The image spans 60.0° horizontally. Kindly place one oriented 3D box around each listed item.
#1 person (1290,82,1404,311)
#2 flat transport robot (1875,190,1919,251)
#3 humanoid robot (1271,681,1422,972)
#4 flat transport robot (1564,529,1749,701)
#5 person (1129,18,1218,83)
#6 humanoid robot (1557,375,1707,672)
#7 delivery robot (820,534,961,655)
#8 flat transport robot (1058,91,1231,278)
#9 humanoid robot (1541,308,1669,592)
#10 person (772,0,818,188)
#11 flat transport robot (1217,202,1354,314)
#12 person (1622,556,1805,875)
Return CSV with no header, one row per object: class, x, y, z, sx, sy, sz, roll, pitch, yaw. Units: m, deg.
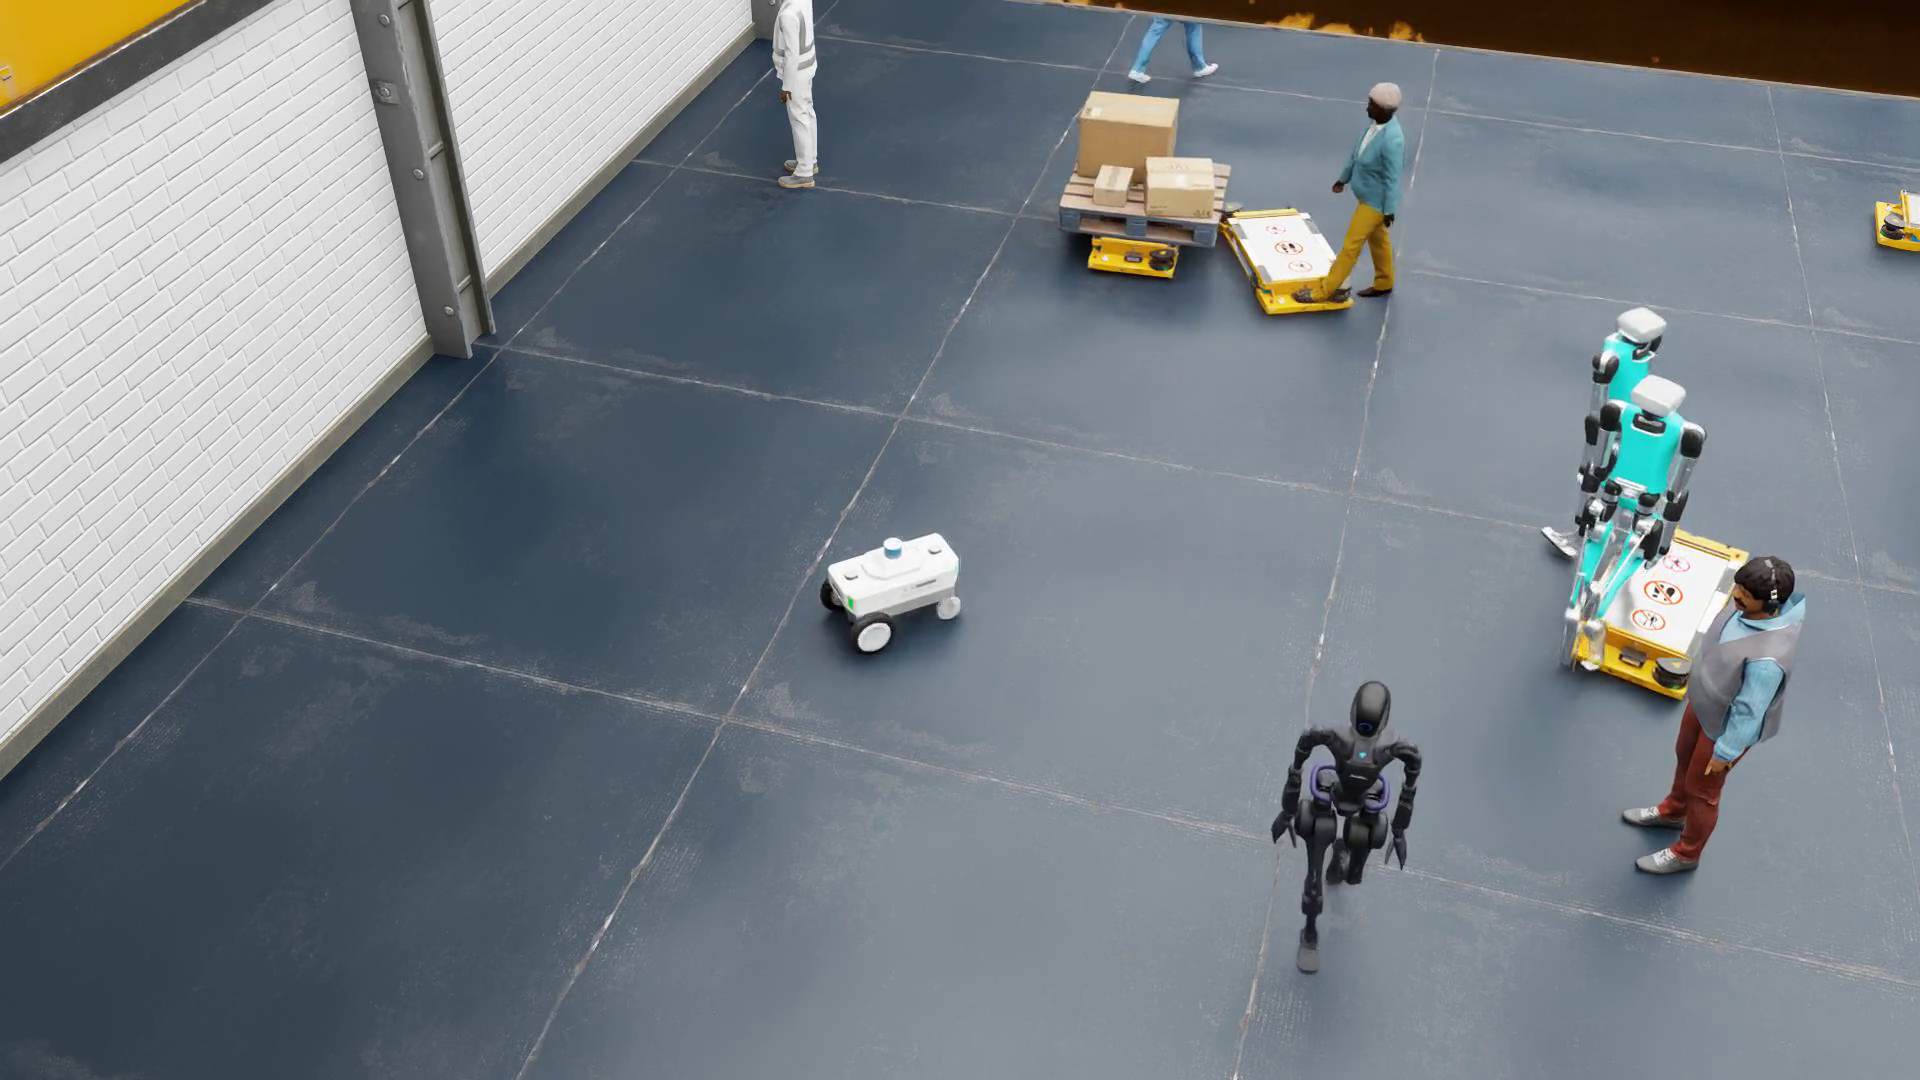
person,2.840,-2.440,11.883,0.867,1.718,0.546,-3,39,-3
flat transport robot,7.957,-2.400,12.990,1.431,0.231,0.659,14,41,16
humanoid robot,1.719,1.171,7.449,0.607,1.634,0.695,7,39,9
flat transport robot,4.040,0.337,9.585,0.659,0.231,1.431,23,44,25
person,1.963,-4.959,15.039,0.889,1.681,0.526,-19,43,-22
humanoid robot,3.422,0.062,8.811,0.552,1.861,0.729,27,46,29
delivery robot,-0.395,0.259,9.457,0.784,0.599,0.499,-17,42,-20
flat transport robot,1.459,-2.514,13.131,0.659,0.231,1.431,9,40,11
humanoid robot,3.823,-0.399,9.349,0.543,1.775,0.942,-28,47,-30
person,-1.335,-3.764,13.399,0.356,1.884,0.574,4,39,5
flat transport robot,2.466,-2.173,12.707,0.659,0.231,1.431,-5,39,-7
person,3.541,0.822,7.706,0.422,1.869,0.546,5,39,6
